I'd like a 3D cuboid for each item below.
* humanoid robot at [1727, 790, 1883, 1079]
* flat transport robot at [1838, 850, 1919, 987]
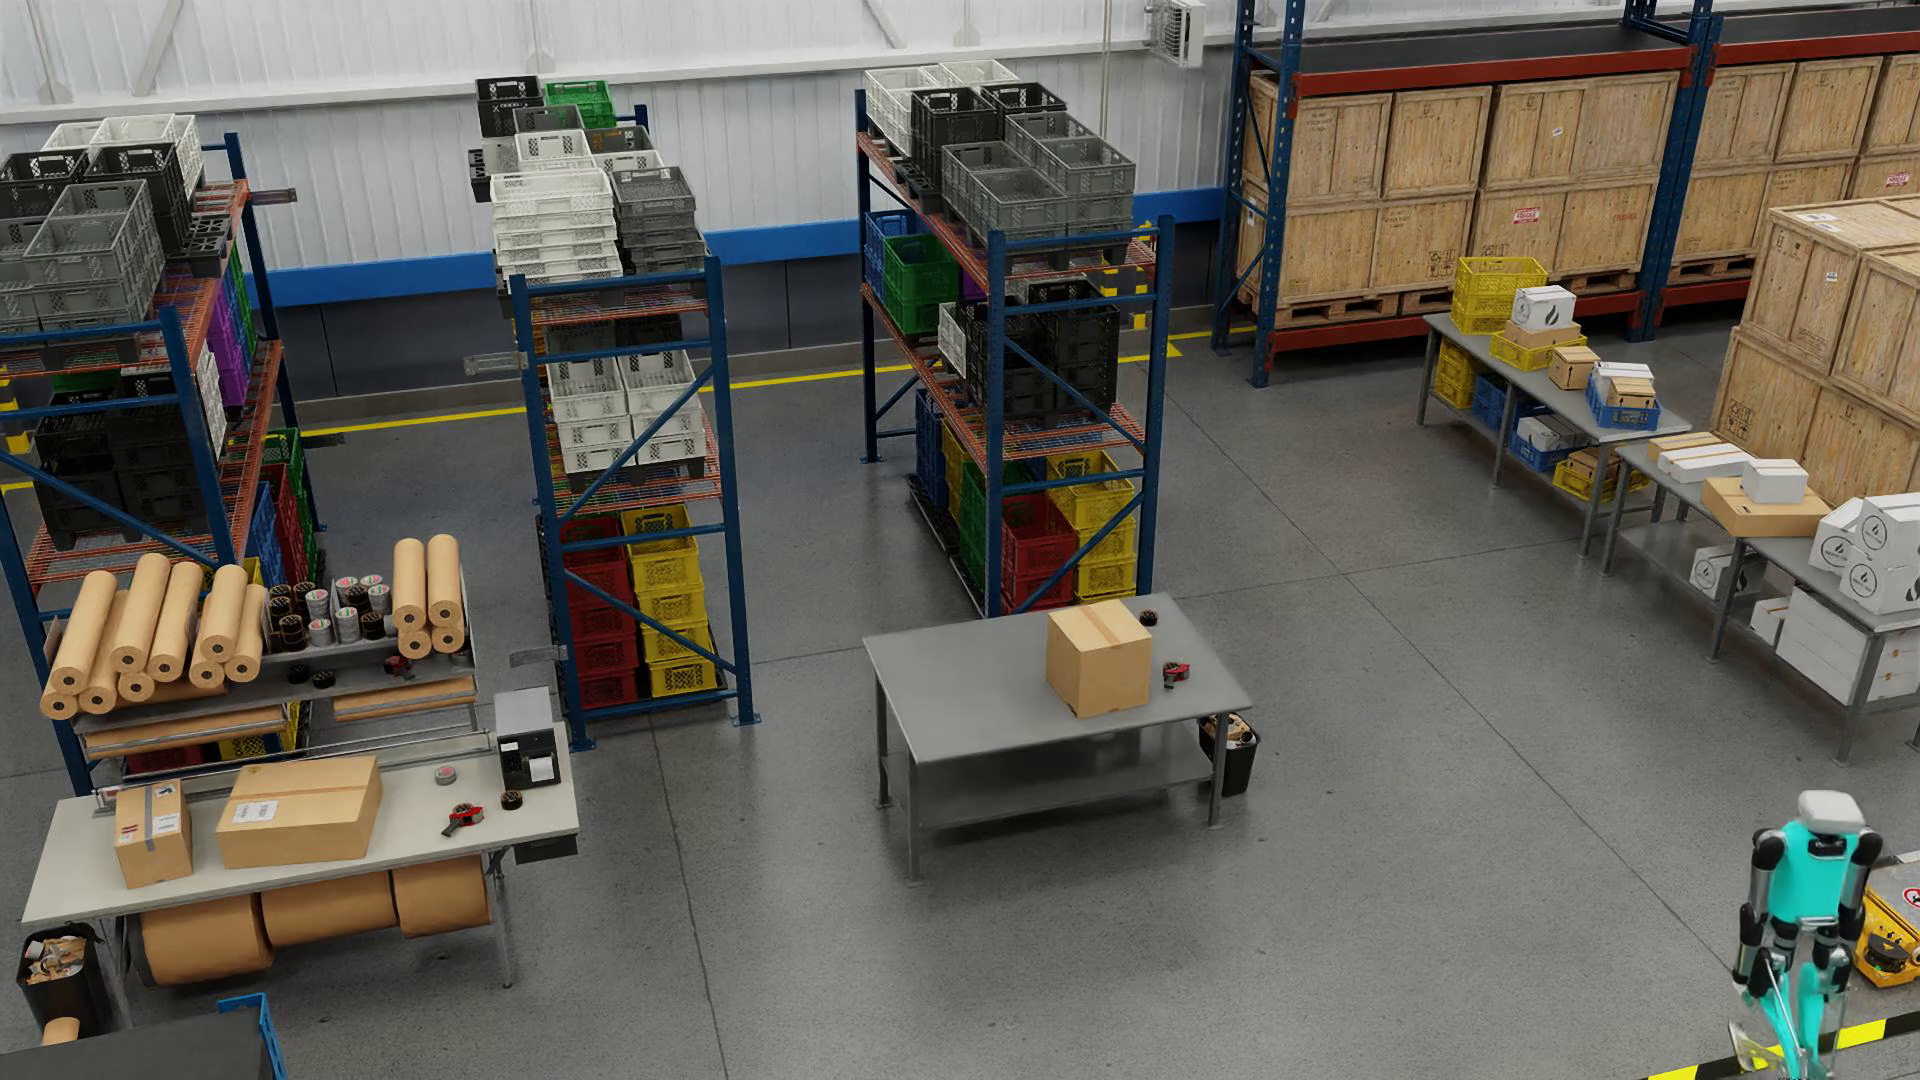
[{"bbox_3d":[3.635,1.934,7.115,0.530,1.729,1.021,-2,29,-3],"label":"humanoid robot"},{"bbox_3d":[5.163,1.916,8.676,1.431,0.231,0.659,-8,30,-14],"label":"flat transport robot"}]
